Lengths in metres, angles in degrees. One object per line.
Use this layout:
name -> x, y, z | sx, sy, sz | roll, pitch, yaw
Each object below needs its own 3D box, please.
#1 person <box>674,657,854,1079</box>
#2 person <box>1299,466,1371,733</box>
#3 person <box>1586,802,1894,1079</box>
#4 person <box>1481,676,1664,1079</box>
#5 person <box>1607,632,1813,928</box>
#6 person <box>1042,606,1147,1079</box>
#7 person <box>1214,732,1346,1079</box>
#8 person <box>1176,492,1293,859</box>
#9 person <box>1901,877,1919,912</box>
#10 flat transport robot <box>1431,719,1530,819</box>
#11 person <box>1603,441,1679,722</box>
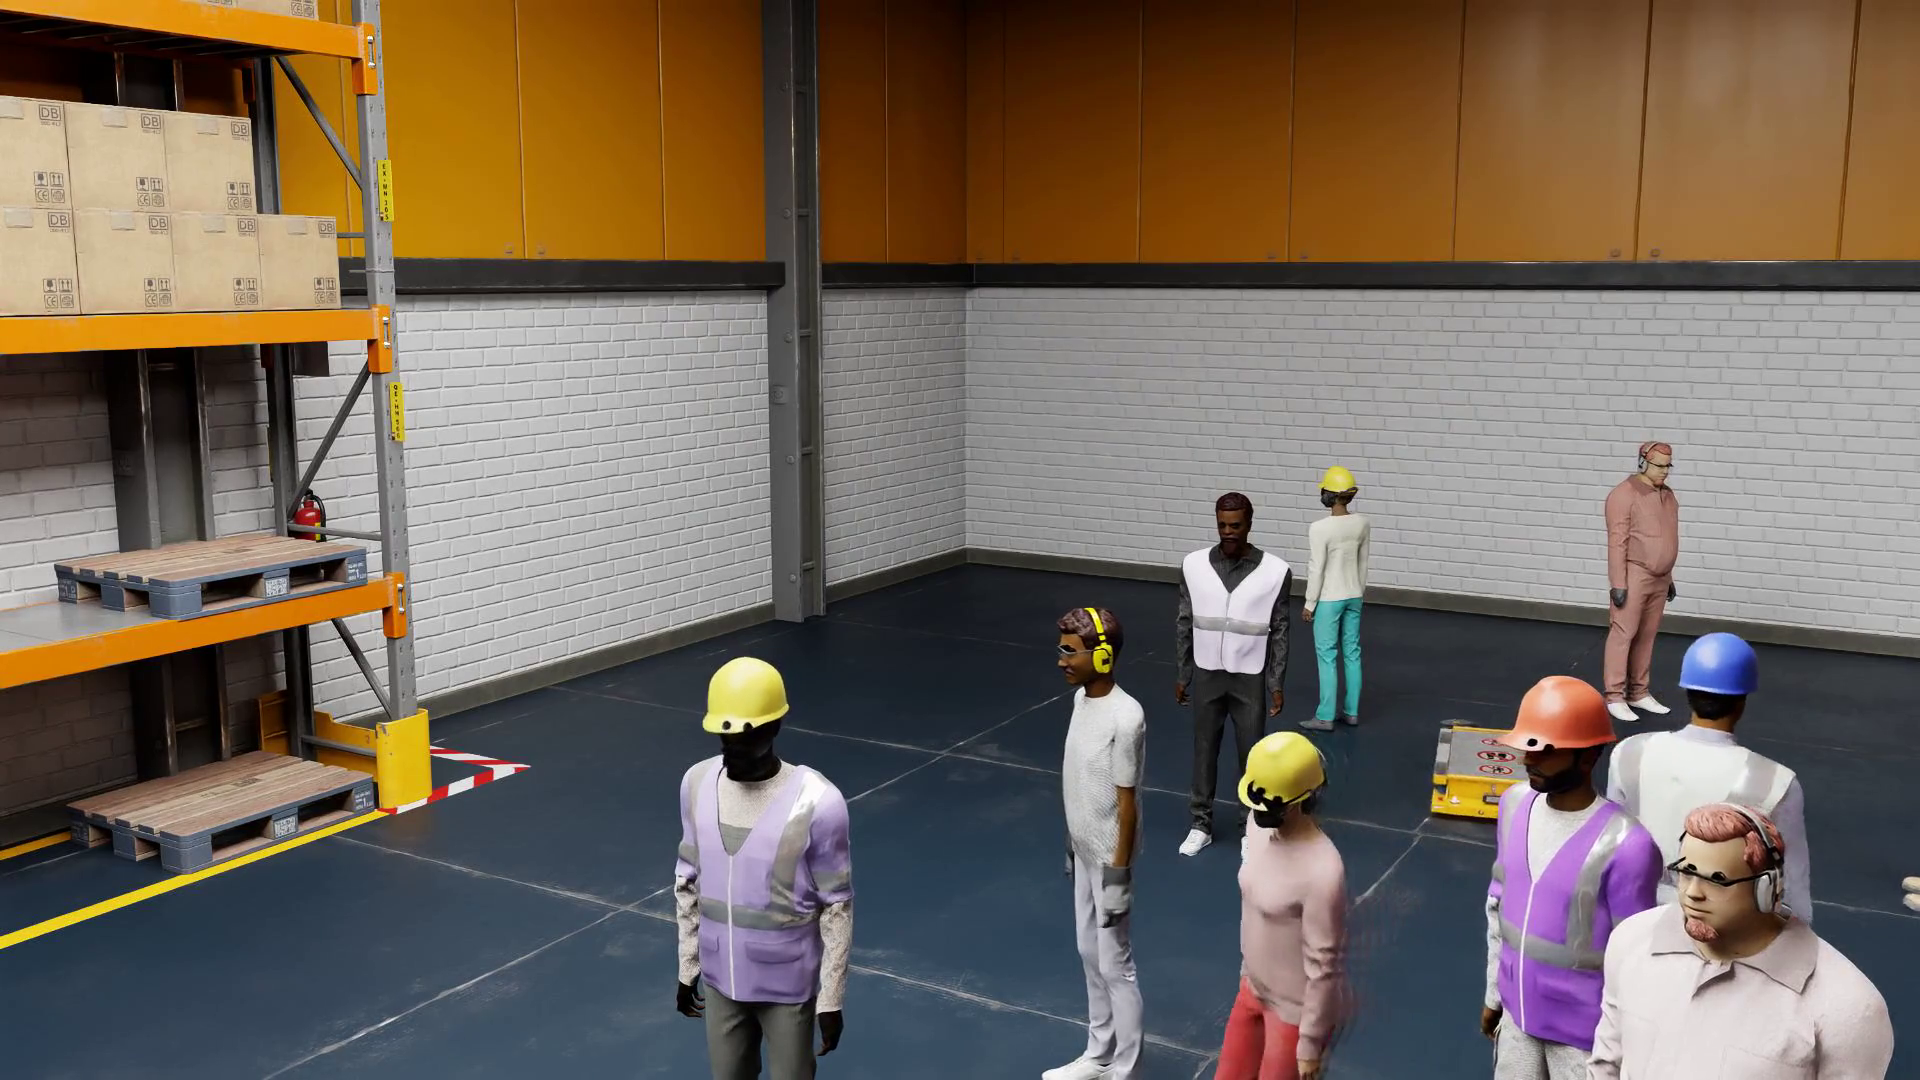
person -> -0.606, 1.287, 4.943 | 0.595, 1.924, 0.374 | 5, 10, 27
person -> 2.485, 0.391, 11.027 | 0.530, 1.772, 0.303 | -6, 11, -33
person -> 1.661, 1.504, 3.693 | 0.403, 1.900, 0.647 | -7, 11, -36
person -> 1.662, 1.326, 4.665 | 0.379, 1.937, 0.548 | -4, 10, -26
person -> 2.382, 1.236, 5.287 | 0.932, 1.907, 0.607 | -7, 11, -35
person -> 0.497, 1.155, 5.989 | 0.314, 1.861, 0.512 | -3, 10, -18
person -> 0.987, 1.378, 4.968 | 0.457, 1.727, 0.576 | -2, 9, -14
person -> 1.409, 0.700, 8.637 | 0.591, 1.919, 0.392 | 3, 10, 18
person -> 4.729, 0.859, 7.869 | 0.373, 1.839, 0.558 | 3, 9, 16
flat transport robot -> 3.139, 1.338, 9.775 | 0.652, 0.197, 1.431 | 3, 10, 18
person -> 4.675, 0.274, 11.354 | 0.639, 1.902, 0.407 | -6, 11, -33
